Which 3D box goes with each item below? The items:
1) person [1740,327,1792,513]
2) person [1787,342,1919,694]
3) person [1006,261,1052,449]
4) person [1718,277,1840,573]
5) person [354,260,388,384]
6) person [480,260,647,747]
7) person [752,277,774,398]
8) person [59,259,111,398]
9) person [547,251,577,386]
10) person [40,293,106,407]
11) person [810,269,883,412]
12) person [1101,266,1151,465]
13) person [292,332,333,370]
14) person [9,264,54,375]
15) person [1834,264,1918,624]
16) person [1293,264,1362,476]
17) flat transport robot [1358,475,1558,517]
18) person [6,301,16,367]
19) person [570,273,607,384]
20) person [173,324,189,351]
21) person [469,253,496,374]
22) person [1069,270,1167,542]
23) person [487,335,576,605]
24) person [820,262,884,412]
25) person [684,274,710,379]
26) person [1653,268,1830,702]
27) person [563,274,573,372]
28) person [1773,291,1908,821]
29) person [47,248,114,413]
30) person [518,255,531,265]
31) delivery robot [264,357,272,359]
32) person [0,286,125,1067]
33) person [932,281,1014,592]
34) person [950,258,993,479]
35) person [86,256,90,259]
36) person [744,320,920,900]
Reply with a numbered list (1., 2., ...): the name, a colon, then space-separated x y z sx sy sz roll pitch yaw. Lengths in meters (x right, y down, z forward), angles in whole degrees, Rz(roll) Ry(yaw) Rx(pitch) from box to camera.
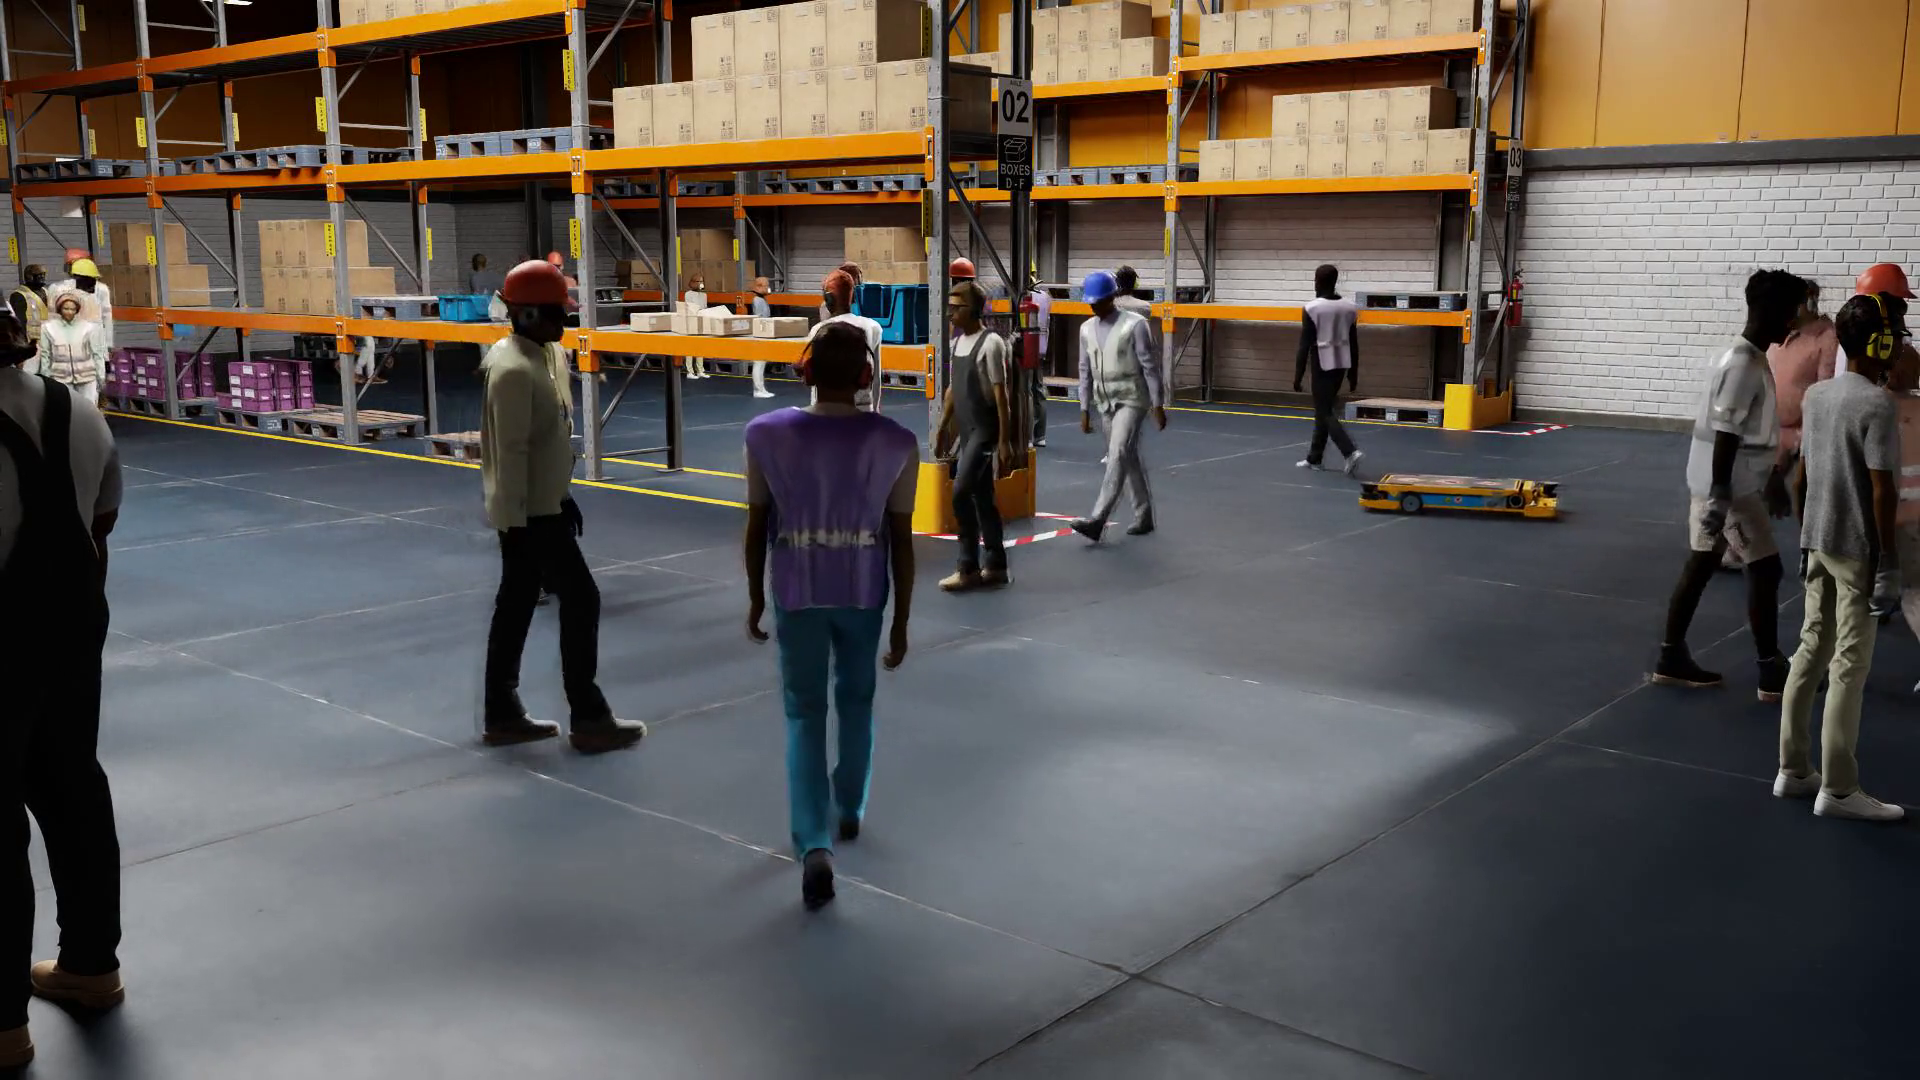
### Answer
1. person: 6.186 -1.089 12.762 0.321 1.769 0.523 -4 11 -22
2. person: 4.260 -0.114 7.639 0.521 1.607 0.780 -3 10 -14
3. person: 0.674 -1.872 16.776 0.376 1.923 0.585 8 13 38
4. person: 5.172 -0.684 10.251 1.027 1.847 0.638 -3 10 -18
5. person: -8.814 -3.238 24.693 0.445 1.872 0.630 -2 10 -11
6. person: -1.618 -0.137 6.756 0.797 1.966 0.628 -3 10 -16
7. person: -2.693 -2.754 22.622 0.271 1.633 0.506 1 10 8
8. person: -8.969 -1.920 17.061 0.622 1.910 0.442 6 12 30
9. person: -5.733 -3.101 23.641 0.622 1.980 0.546 -3 10 -15
10. person: -8.085 -1.440 15.180 0.520 1.615 0.609 -4 11 -22
11. person: -0.739 -0.767 10.587 0.355 1.887 0.573 9 14 43
12. person: 1.520 -1.616 15.505 0.521 1.861 0.317 -2 10 -9
13. person: -10.724 -3.661 27.347 0.603 1.782 0.908 6 11 29
14. person: -11.072 -2.387 19.987 0.430 1.835 0.621 2 10 10
15. person: 4.931 -0.523 9.056 0.359 1.938 0.547 3 10 17
16. person: 3.340 -1.523 14.918 0.599 1.888 0.877 -6 11 -30
17. flat transport robot: 3.848 -0.356 12.843 1.431 0.197 0.652 4 11 20
18. person: -9.025 -1.576 15.334 0.429 1.841 0.625 8 13 39
19. person: -5.627 -3.173 24.934 0.905 1.640 0.546 6 12 32
20. person: -10.932 -2.896 23.274 0.520 1.682 0.548 0 10 3
21. person: -7.670 -3.625 26.712 0.366 1.939 0.635 3 10 14
22. person: 1.057 -0.920 11.516 0.999 1.862 0.669 -8 13 -40
23. person: -2.418 -0.558 9.545 0.403 1.835 0.588 4 11 24
24. person: -0.963 -1.510 14.780 0.639 1.902 0.407 -5 11 -25
25. person: -4.092 -3.320 25.868 0.277 1.629 0.497 7 12 33
26. person: 3.599 -0.241 7.475 0.841 1.920 0.610 3 10 18
27. person: -6.427 -3.503 26.925 0.413 1.613 0.518 8 13 38
28. person: 3.183 0.058 5.938 0.329 1.872 0.507 -1 10 -8
29. person: -9.658 -2.177 18.261 0.606 2.019 0.612 9 13 42
30. person: -7.352 -3.884 28.278 0.407 1.908 0.641 5 11 24
31. delivery robot: -9.309 -2.224 22.407 0.707 0.478 0.477 9 13 41
32. person: -2.465 0.282 4.172 0.534 2.000 0.682 2 10 14
33. person: 0.026 -0.604 9.825 0.674 1.822 0.547 -5 11 -26
34. person: 0.016 -1.502 14.626 0.547 1.938 0.359 -3 10 -18
35. person: -13.655 -3.506 26.104 0.554 1.921 0.457 0 10 -1
36. person: -0.407 0.199 5.345 0.571 1.800 0.955 -1 10 -8
